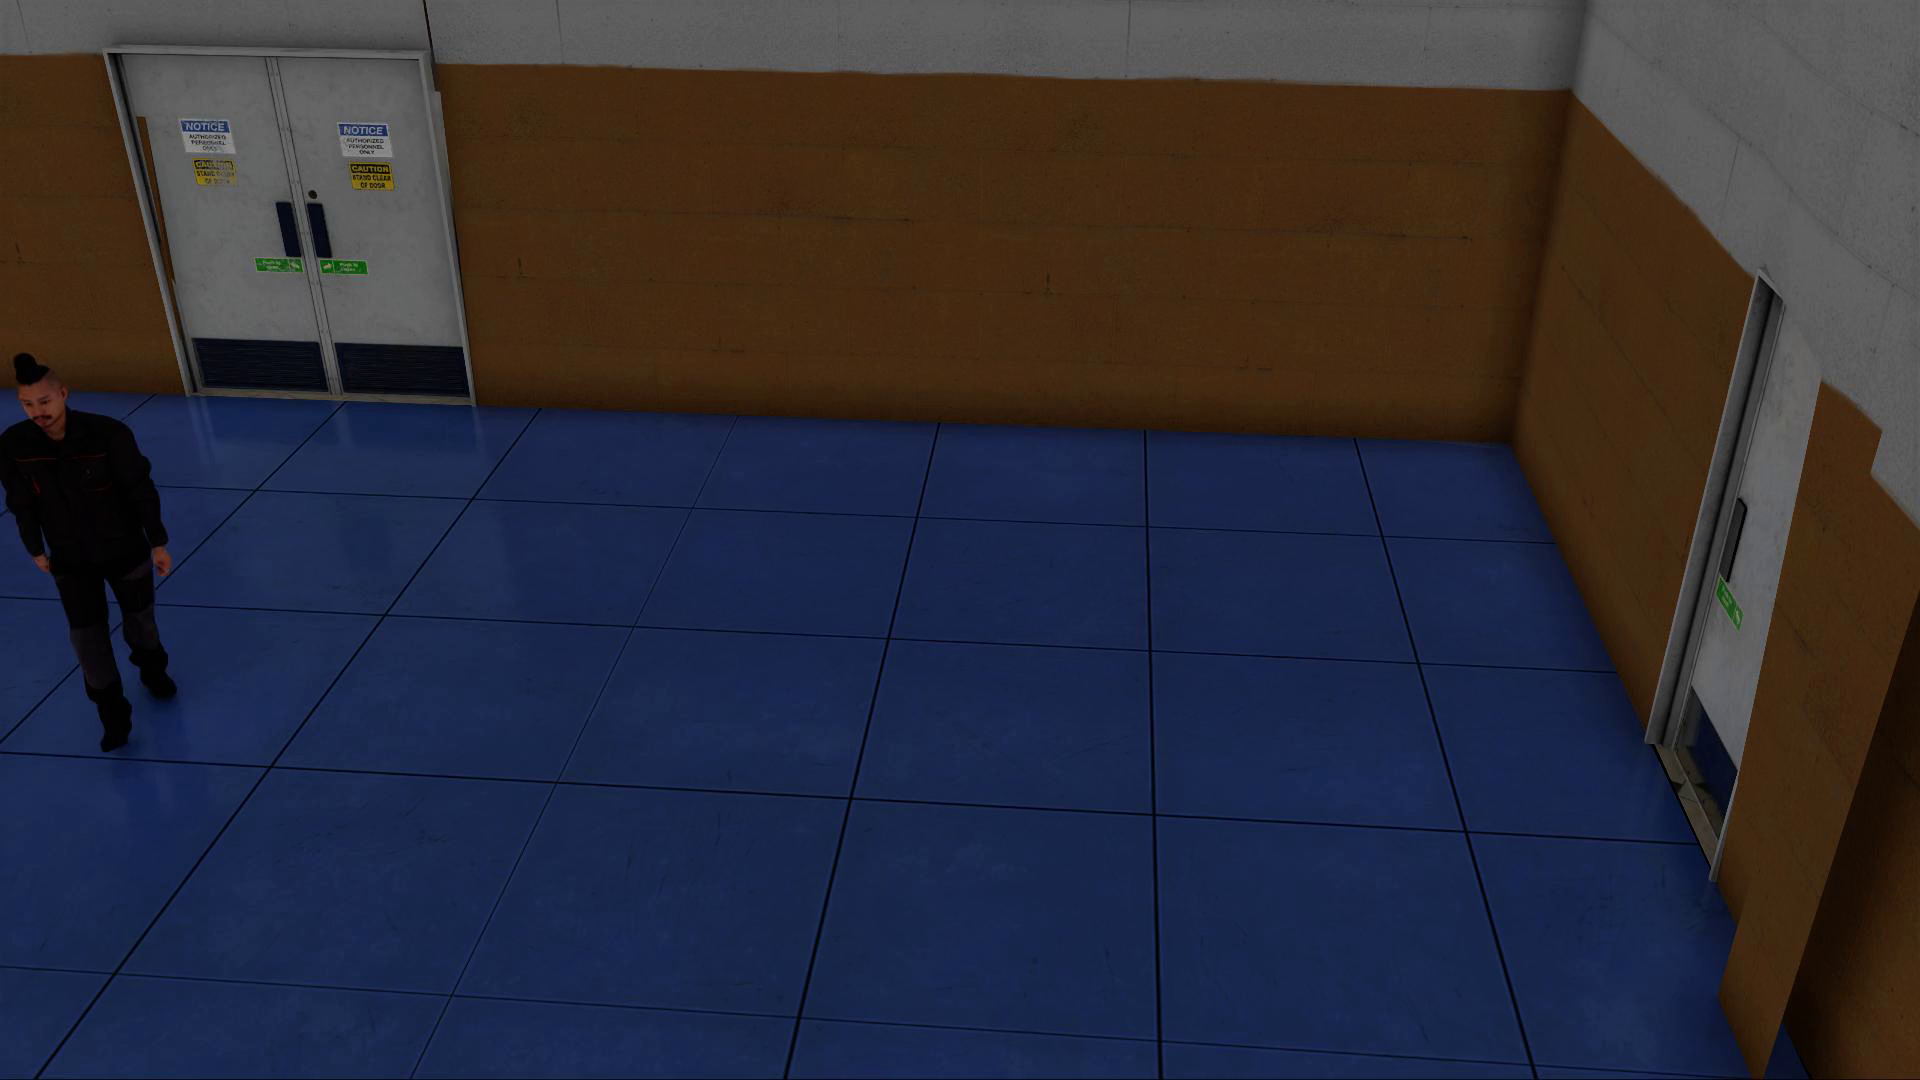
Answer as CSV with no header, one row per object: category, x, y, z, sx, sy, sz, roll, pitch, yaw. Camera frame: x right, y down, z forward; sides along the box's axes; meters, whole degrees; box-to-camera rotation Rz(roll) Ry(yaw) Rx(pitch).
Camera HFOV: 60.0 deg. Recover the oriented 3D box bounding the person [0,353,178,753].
person,-3.935,-0.033,7.558,1.031,1.830,1.136,-15,32,-25
